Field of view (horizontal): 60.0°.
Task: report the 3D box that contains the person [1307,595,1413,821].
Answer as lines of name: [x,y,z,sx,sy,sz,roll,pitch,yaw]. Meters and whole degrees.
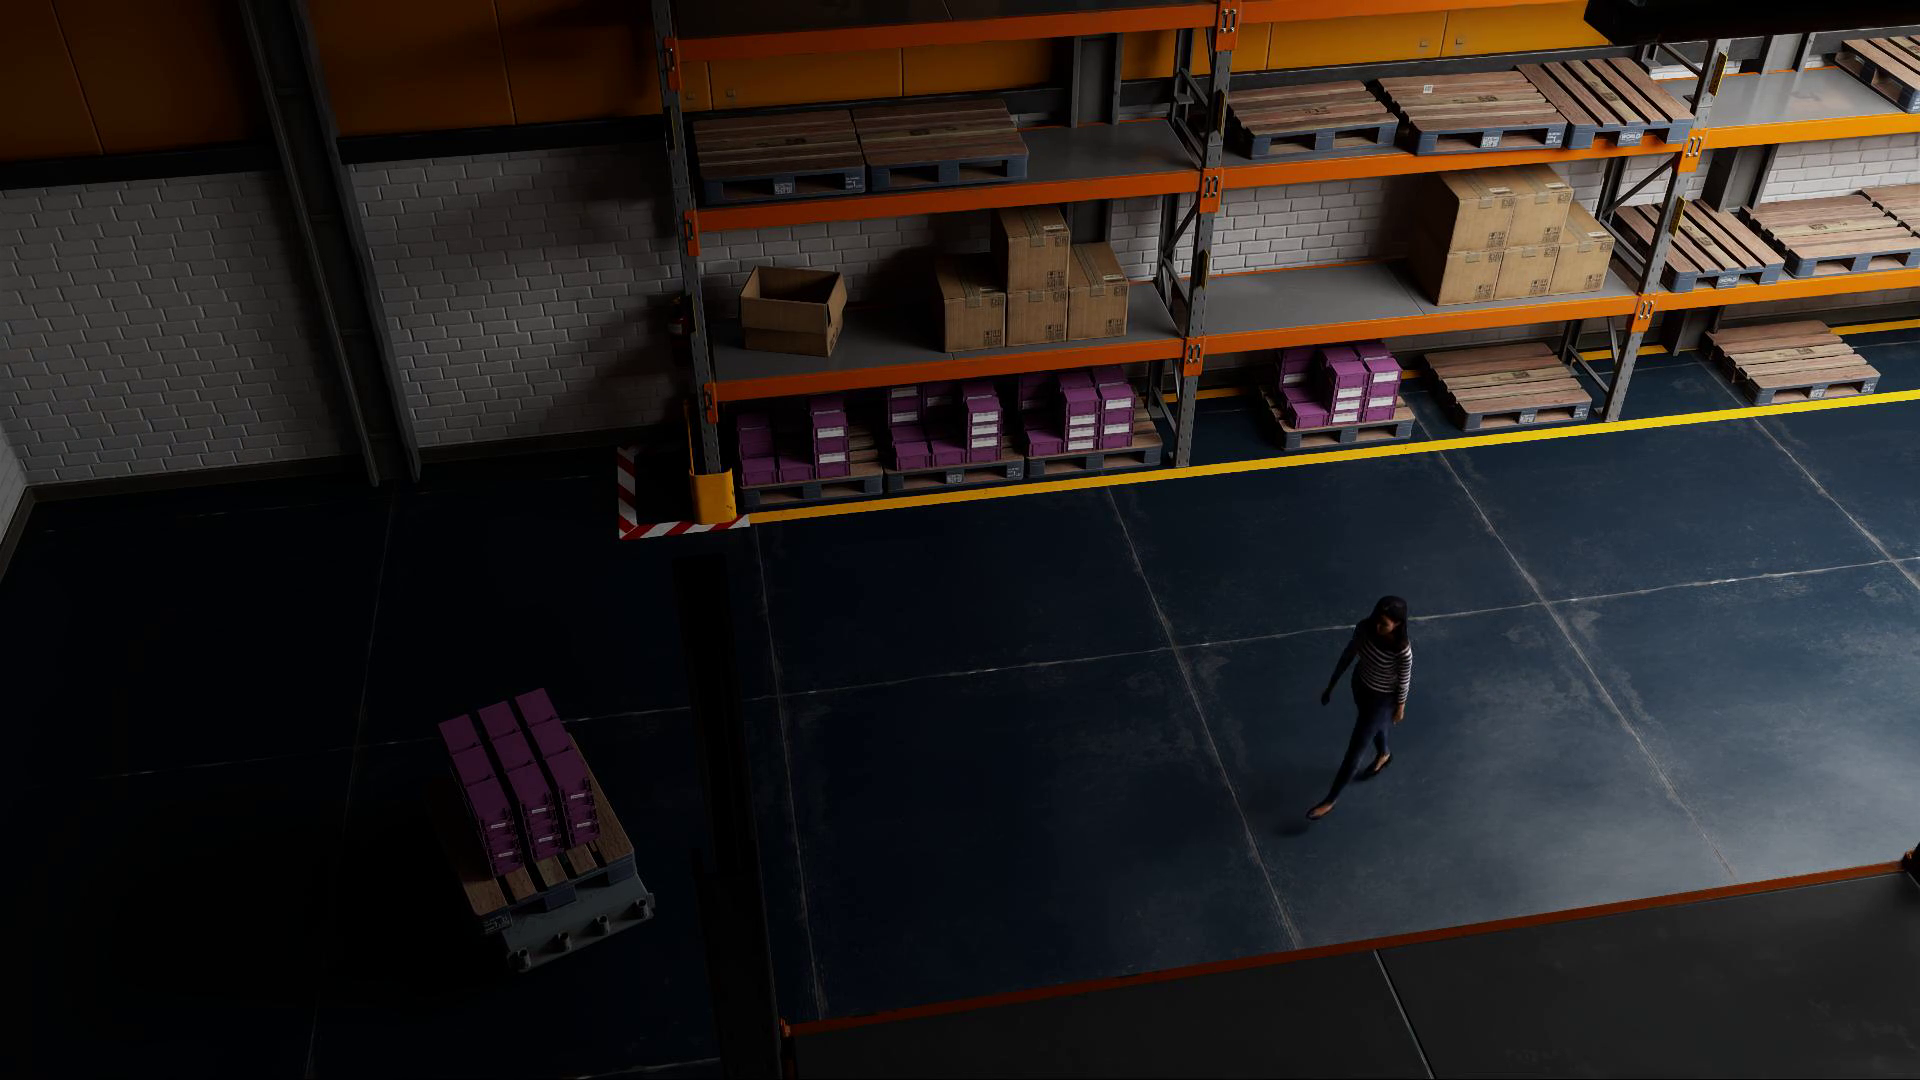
person: [2.775,1.014,10.964,1.206,1.744,0.931,-23,44,-26]
